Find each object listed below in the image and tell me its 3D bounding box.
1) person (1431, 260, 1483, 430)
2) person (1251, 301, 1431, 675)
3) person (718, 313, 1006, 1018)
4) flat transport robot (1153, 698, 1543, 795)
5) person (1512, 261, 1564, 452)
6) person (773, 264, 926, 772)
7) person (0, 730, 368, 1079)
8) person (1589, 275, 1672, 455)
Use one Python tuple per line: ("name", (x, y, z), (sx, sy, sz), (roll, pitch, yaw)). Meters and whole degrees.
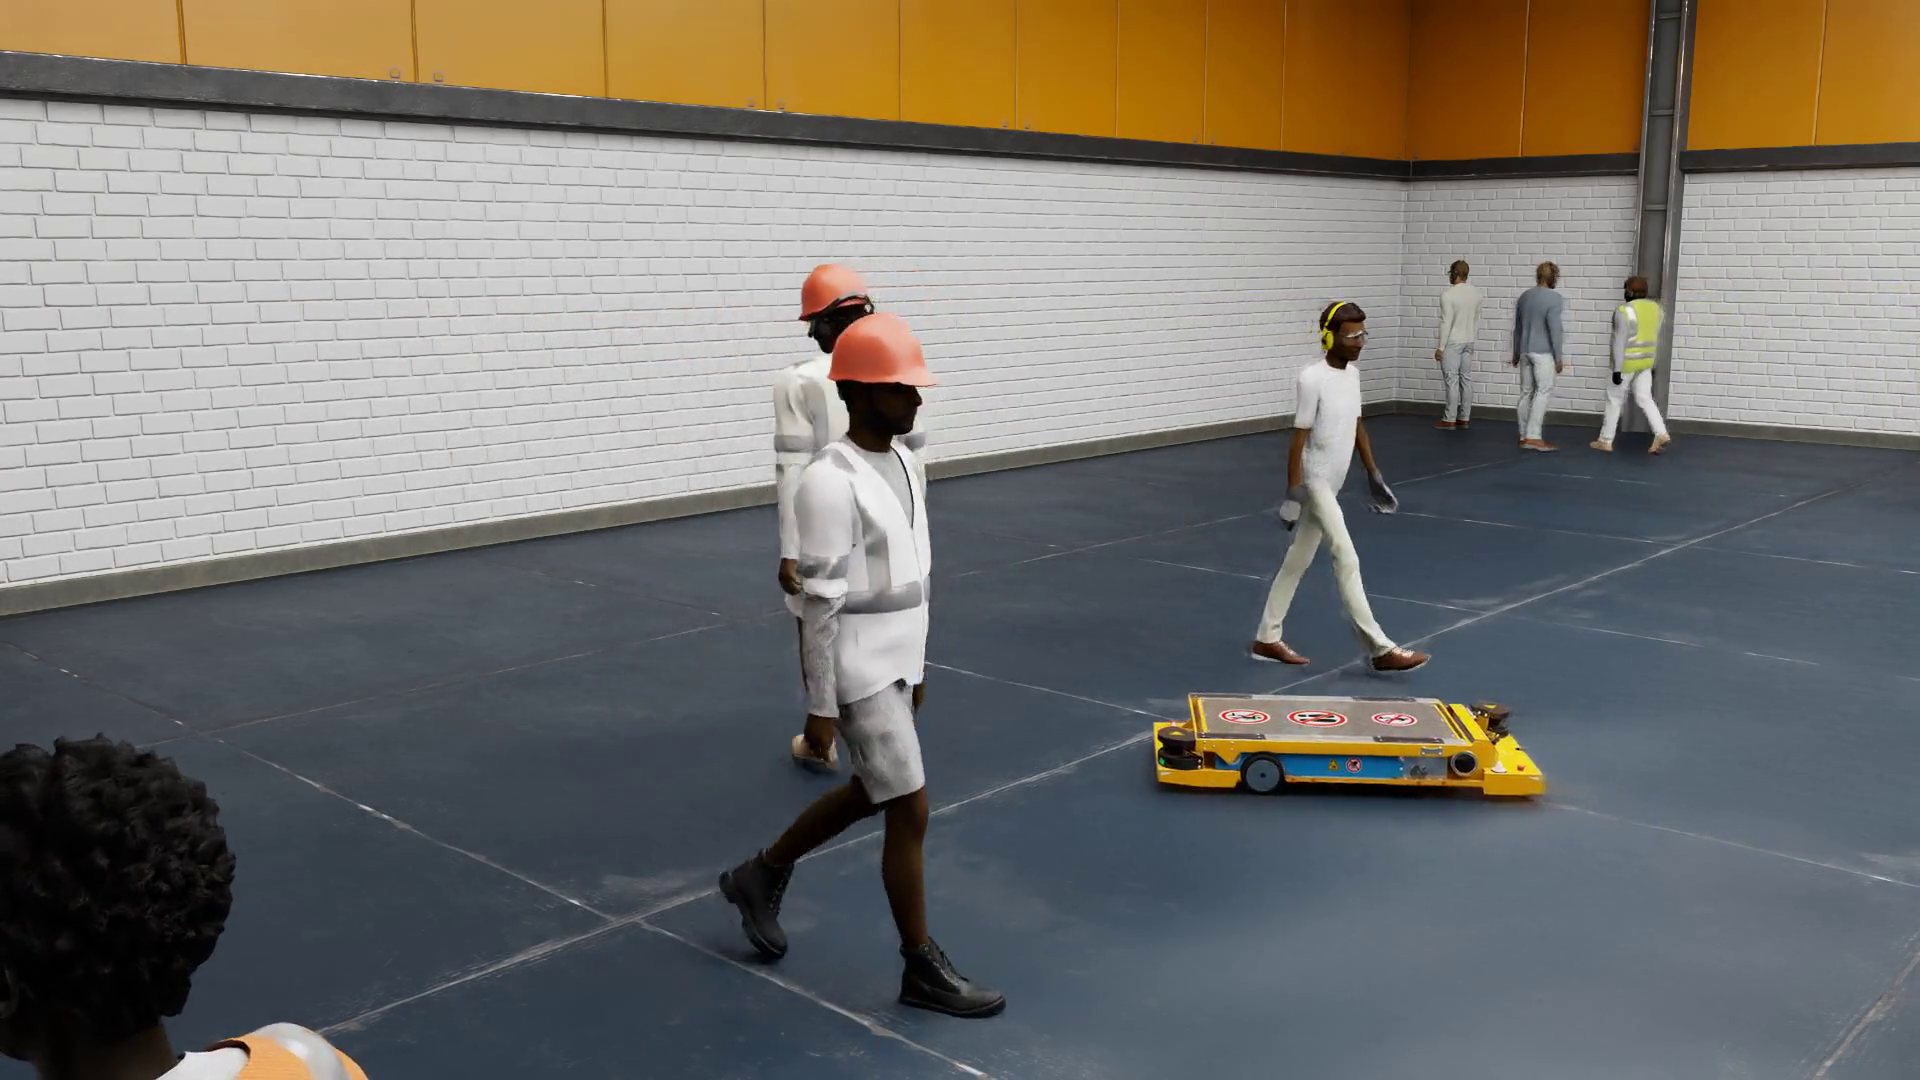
("person", (5.693, -2.231, 19.077), (0.632, 1.940, 0.372), (-7, 12, -34))
("person", (1.858, -0.237, 8.074), (0.962, 1.809, 0.482), (6, 12, 32))
("person", (-0.306, 0.333, 4.571), (0.866, 1.913, 0.550), (4, 11, 22))
("flat transport robot", (1.493, 0.795, 6.583), (1.431, 0.197, 0.652), (1, 10, 5))
("person", (5.903, -1.887, 17.134), (0.443, 1.939, 0.780), (-4, 11, -20))
("person", (-0.454, -0.046, 6.429), (0.649, 2.003, 0.851), (-5, 11, -25))
("person", (-0.668, 0.997, 1.420), (0.320, 1.690, 0.537), (3, 10, 14))
("person", (6.846, -1.766, 16.817), (0.635, 1.809, 0.905), (-4, 11, -22))
